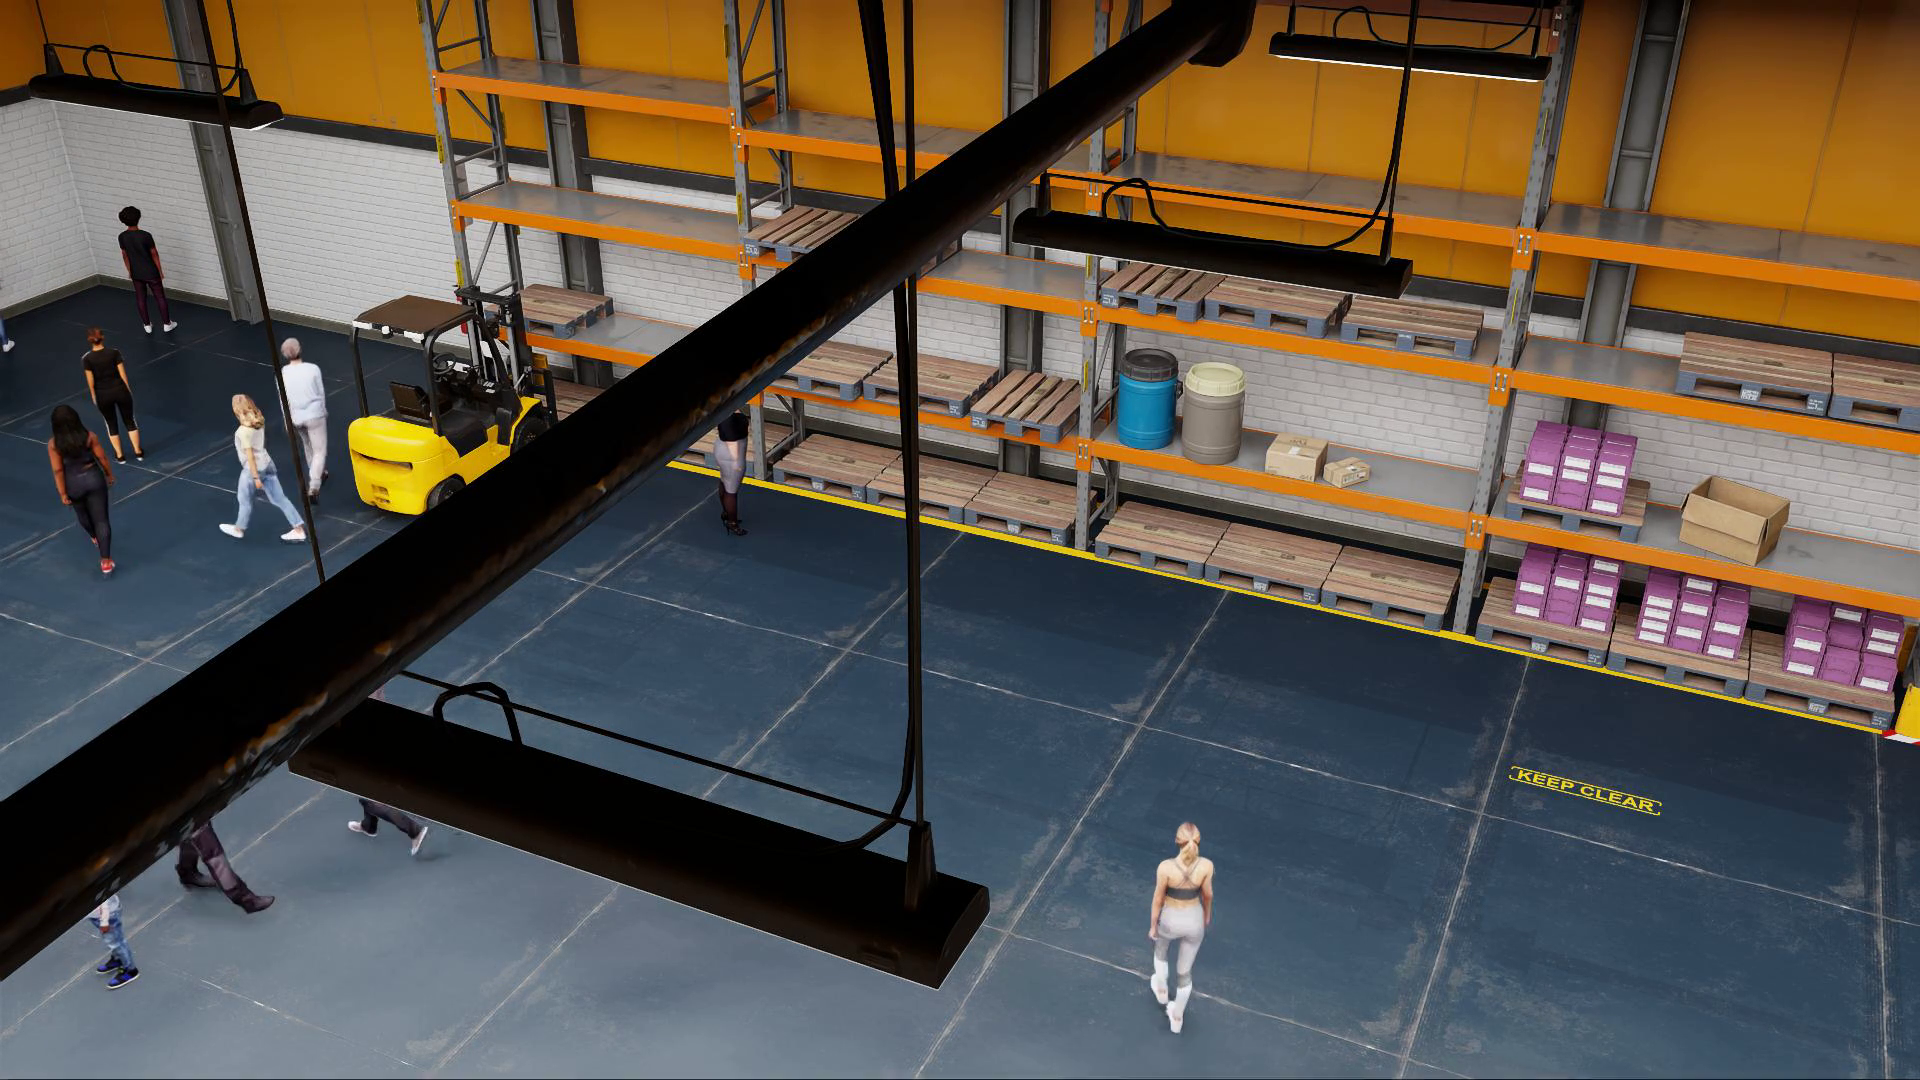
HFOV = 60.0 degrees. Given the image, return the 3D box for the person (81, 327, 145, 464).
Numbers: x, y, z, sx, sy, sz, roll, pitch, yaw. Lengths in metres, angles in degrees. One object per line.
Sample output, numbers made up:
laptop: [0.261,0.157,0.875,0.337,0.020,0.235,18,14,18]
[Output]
person: [-9.902,-1.702,19.434,0.669,1.668,0.709,-14,32,-24]

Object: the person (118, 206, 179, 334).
person: [-11.331,-3.759,23.084,0.690,1.784,0.781,-4,29,-8]

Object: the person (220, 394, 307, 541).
person: [-7.332,-0.710,17.630,1.243,1.654,0.923,1,29,2]

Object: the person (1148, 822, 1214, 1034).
person: [1.516,2.686,11.362,0.795,1.694,0.814,0,29,0]

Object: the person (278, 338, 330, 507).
person: [-7.250,-1.278,18.472,1.257,1.846,1.053,-1,29,-2]

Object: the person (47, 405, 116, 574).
person: [-8.994,-0.498,17.132,1.203,1.759,1.294,-12,31,-20]

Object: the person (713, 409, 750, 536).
person: [-2.483,-0.898,17.868,0.825,1.757,0.775,-8,30,-15]

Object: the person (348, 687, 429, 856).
person: [-4.616,1.673,13.090,1.107,1.818,0.756,9,30,16]

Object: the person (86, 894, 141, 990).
person: [-6.153,2.629,11.922,0.500,1.258,0.590,25,37,38]
